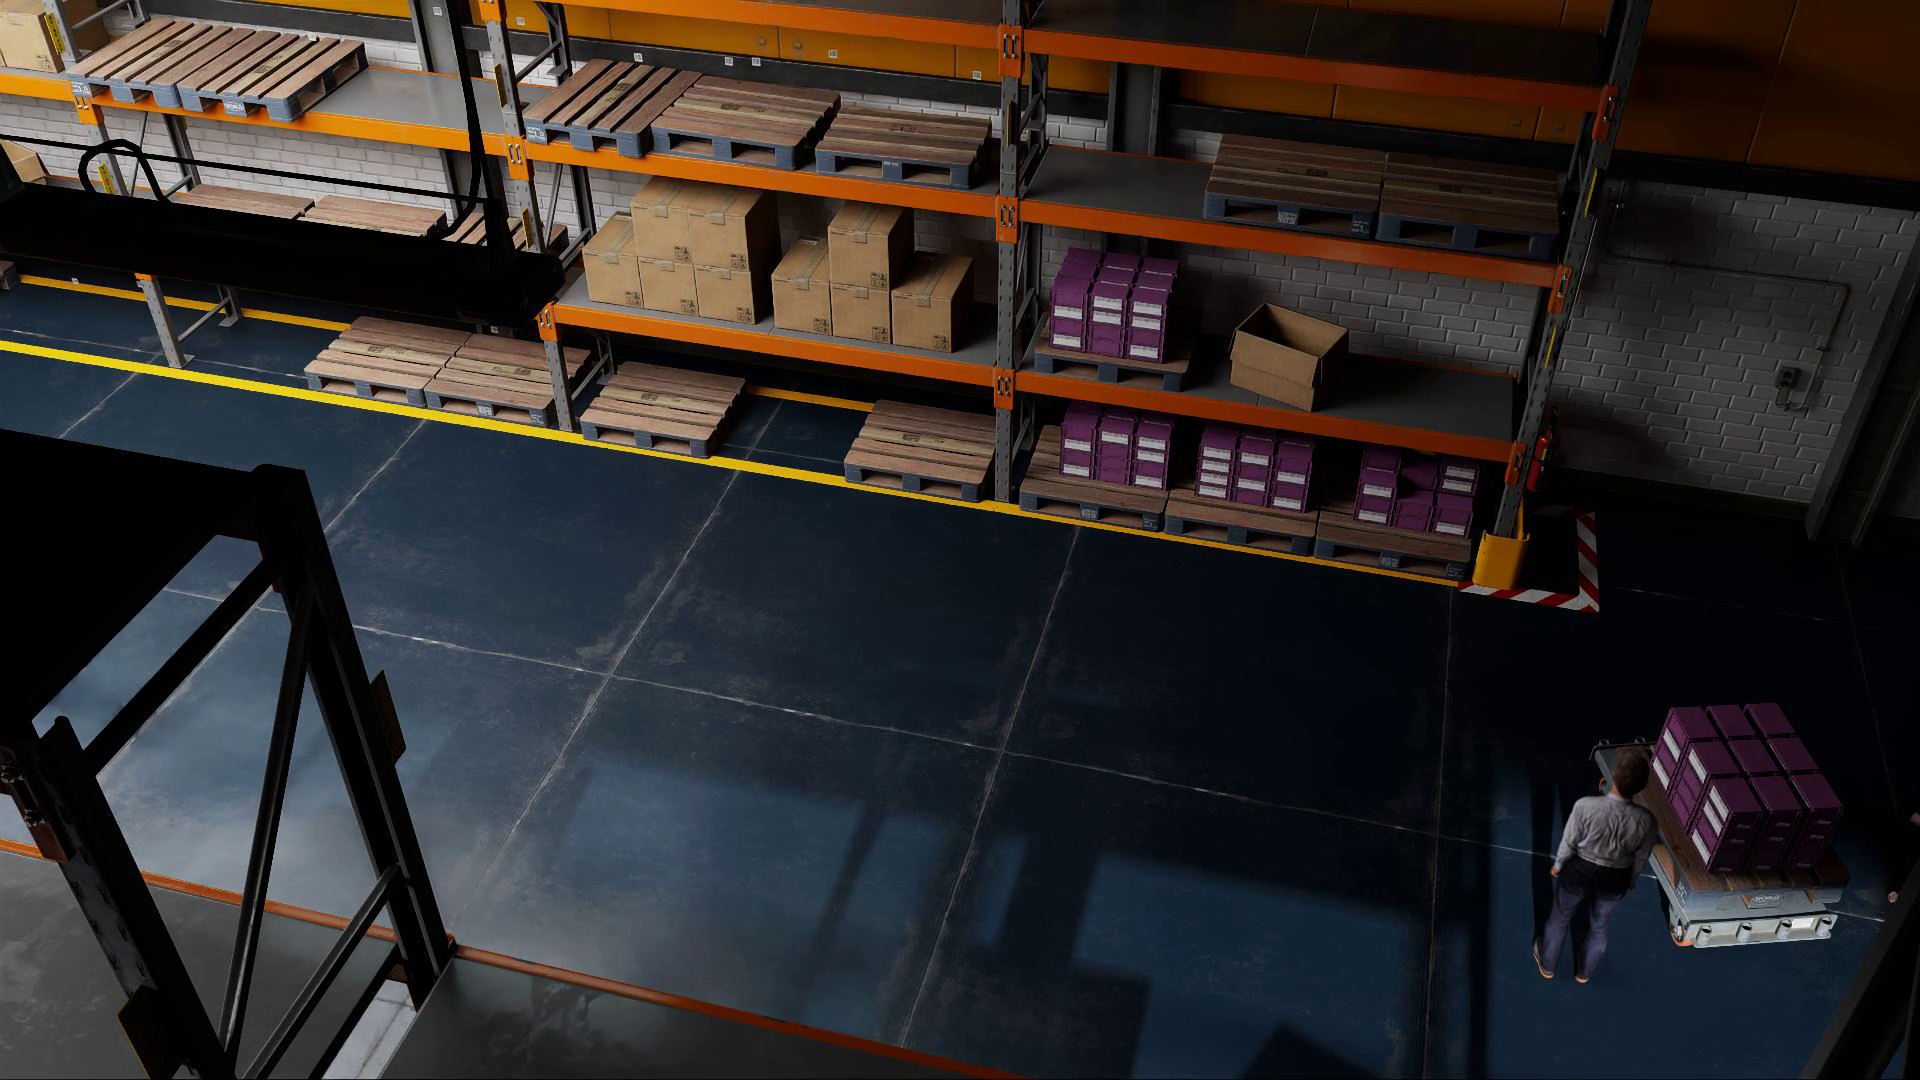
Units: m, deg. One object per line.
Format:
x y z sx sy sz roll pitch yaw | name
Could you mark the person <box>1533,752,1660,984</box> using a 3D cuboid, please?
3.724 1.926 9.730 0.488 1.820 0.699 10 40 12 | person
